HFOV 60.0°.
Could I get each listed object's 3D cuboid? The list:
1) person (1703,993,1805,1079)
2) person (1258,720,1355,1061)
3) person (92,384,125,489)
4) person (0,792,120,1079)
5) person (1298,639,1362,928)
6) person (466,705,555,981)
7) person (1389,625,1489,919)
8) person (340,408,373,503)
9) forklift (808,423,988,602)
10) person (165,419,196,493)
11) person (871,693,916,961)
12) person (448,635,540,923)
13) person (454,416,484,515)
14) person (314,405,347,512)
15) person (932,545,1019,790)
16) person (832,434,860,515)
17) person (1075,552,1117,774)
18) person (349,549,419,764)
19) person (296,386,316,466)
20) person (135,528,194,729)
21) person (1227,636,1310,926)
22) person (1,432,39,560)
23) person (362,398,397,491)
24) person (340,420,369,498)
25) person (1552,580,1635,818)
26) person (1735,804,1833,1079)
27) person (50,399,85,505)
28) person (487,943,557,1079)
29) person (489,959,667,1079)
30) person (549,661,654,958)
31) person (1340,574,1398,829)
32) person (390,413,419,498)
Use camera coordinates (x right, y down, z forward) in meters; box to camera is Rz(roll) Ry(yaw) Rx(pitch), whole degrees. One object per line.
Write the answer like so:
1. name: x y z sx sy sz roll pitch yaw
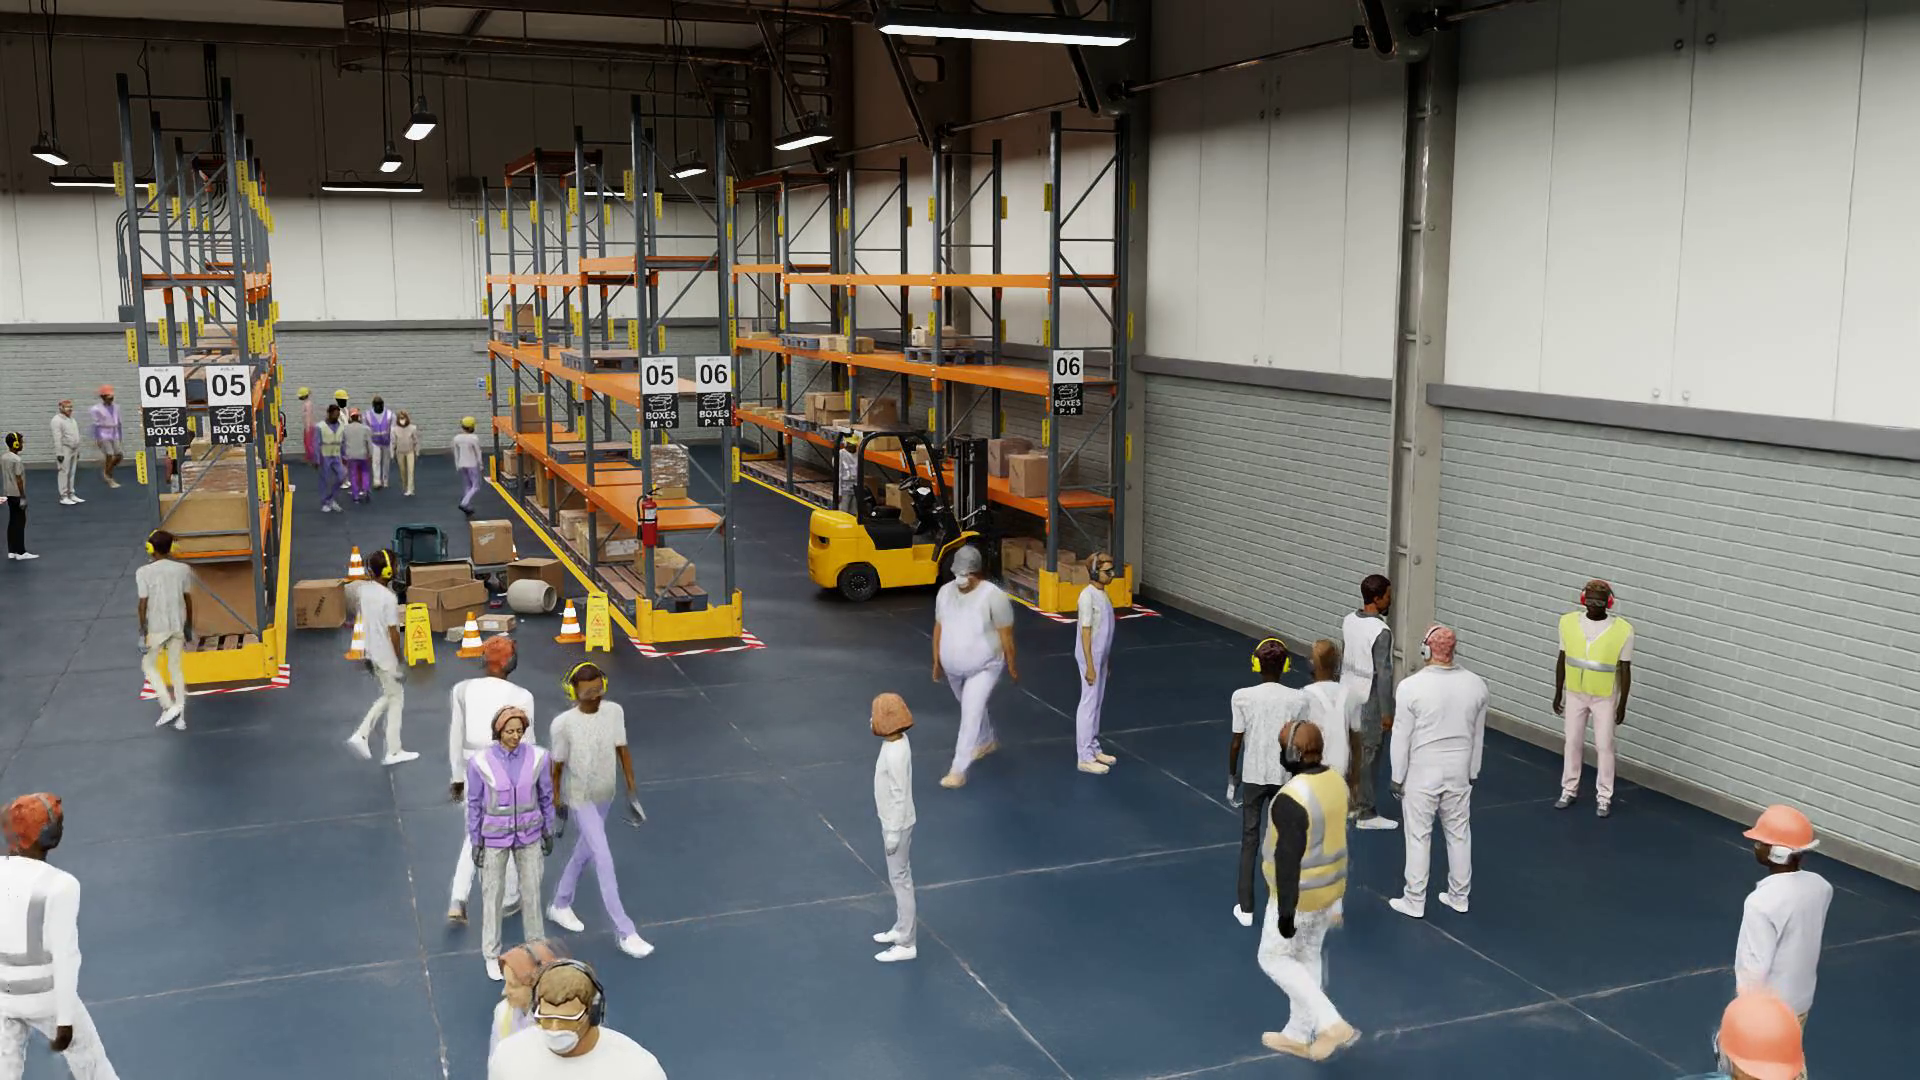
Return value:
1. person: 2.436 2.335 5.177 0.653 1.970 0.569 1 9 8
2. person: 1.828 1.846 8.713 0.502 1.817 0.634 7 12 38
3. person: -16.544 -2.004 32.277 0.537 2.032 0.605 4 10 24
4. person: -4.122 2.027 7.534 0.599 1.832 0.986 3 9 16
5. person: 2.289 1.524 10.802 0.537 1.793 0.952 -3 10 -20
6. person: -2.641 1.769 9.807 0.514 1.634 0.313 -5 10 -29
7. person: 3.062 1.488 10.751 0.640 1.899 0.397 -2 9 -15
8. person: -11.033 -1.551 30.382 0.576 1.721 0.587 -4 10 -23
9. forklift: -0.830 -0.399 21.676 2.313 2.155 1.214 -4 10 -21
10. person: -12.490 -1.113 26.719 0.407 2.029 0.609 4 10 26
11. person: -0.401 1.725 10.068 0.266 1.631 0.507 0 9 -3
12. person: -3.005 1.546 10.578 0.644 1.852 0.703 2 9 13
13. person: -8.466 -1.272 28.600 0.531 1.751 0.548 4 10 24
14. person: -11.019 -1.425 29.106 0.584 1.877 0.713 6 11 33
15. person: 0.097 0.941 13.727 0.689 2.000 1.143 6 11 35
16. person: -1.647 -0.740 24.989 0.403 1.822 0.589 7 11 38
17. person: 1.141 1.012 13.885 0.344 1.847 0.505 3 10 20
18. person: -4.866 0.994 13.982 0.542 1.852 0.477 8 12 40
19. person: -14.160 -2.461 36.057 0.355 1.752 0.575 -5 10 -27
20. person: -7.240 0.814 15.120 0.404 1.852 0.540 7 12 39
21. person: 1.952 1.535 10.563 0.507 1.863 0.326 1 9 5
22. person: -13.750 -0.638 24.240 0.506 1.863 0.320 7 11 37
23. person: -11.197 -1.854 32.136 0.627 1.788 0.972 -4 10 -24
24. person: -11.281 -1.579 31.010 0.515 1.578 0.886 2 9 11
25. person: 4.855 1.197 12.763 0.562 1.838 0.387 7 12 39
26. person: 3.691 2.060 7.584 0.574 1.750 0.338 -6 11 -34
27. person: -16.148 -1.596 30.125 0.399 1.905 0.642 0 9 -3
28. person: -1.604 2.312 6.479 0.530 1.599 0.843 8 12 42
29. person: -1.266 2.297 5.551 0.634 1.931 0.364 3 9 16
30. person: -2.273 1.618 10.234 0.994 1.816 0.482 7 11 38
31. person: 3.052 1.202 12.465 0.380 1.918 0.596 -3 9 -16
32. person: -10.362 -1.582 31.017 0.518 1.579 0.867 -2 9 -15
